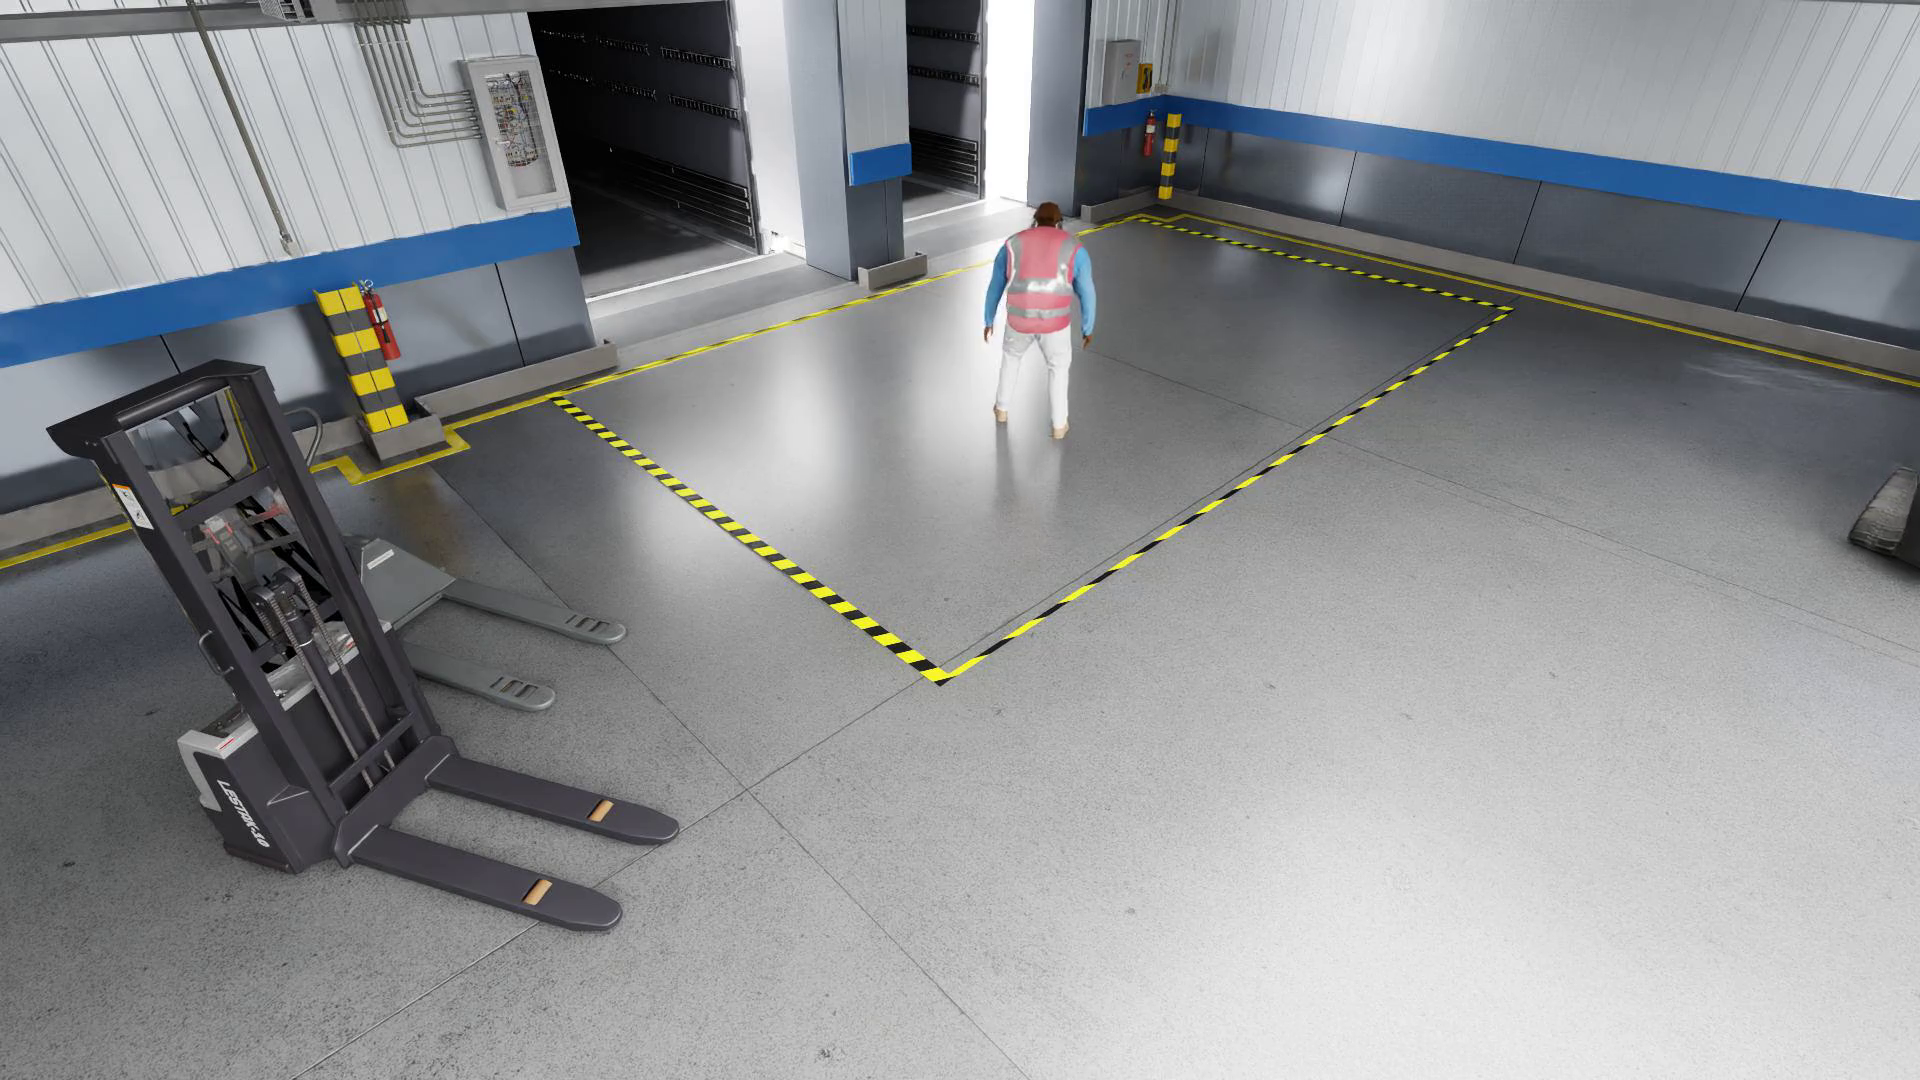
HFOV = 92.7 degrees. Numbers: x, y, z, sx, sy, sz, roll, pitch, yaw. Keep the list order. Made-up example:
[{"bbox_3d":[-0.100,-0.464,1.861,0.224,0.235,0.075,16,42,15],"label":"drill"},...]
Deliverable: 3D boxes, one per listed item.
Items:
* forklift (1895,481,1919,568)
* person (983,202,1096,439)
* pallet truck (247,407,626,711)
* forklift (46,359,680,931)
[{"bbox_3d":[6.661,-0.911,4.997,2.680,2.036,1.157,-20,39,-27],"label":"forklift"},{"bbox_3d":[0.574,-1.594,6.707,0.821,1.573,0.779,5,35,8],"label":"person"},{"bbox_3d":[-2.628,0.038,4.590,1.601,1.201,0.680,12,36,18],"label":"pallet truck"},{"bbox_3d":[-2.135,0.422,3.354,1.885,1.965,0.823,10,35,14],"label":"forklift"}]
